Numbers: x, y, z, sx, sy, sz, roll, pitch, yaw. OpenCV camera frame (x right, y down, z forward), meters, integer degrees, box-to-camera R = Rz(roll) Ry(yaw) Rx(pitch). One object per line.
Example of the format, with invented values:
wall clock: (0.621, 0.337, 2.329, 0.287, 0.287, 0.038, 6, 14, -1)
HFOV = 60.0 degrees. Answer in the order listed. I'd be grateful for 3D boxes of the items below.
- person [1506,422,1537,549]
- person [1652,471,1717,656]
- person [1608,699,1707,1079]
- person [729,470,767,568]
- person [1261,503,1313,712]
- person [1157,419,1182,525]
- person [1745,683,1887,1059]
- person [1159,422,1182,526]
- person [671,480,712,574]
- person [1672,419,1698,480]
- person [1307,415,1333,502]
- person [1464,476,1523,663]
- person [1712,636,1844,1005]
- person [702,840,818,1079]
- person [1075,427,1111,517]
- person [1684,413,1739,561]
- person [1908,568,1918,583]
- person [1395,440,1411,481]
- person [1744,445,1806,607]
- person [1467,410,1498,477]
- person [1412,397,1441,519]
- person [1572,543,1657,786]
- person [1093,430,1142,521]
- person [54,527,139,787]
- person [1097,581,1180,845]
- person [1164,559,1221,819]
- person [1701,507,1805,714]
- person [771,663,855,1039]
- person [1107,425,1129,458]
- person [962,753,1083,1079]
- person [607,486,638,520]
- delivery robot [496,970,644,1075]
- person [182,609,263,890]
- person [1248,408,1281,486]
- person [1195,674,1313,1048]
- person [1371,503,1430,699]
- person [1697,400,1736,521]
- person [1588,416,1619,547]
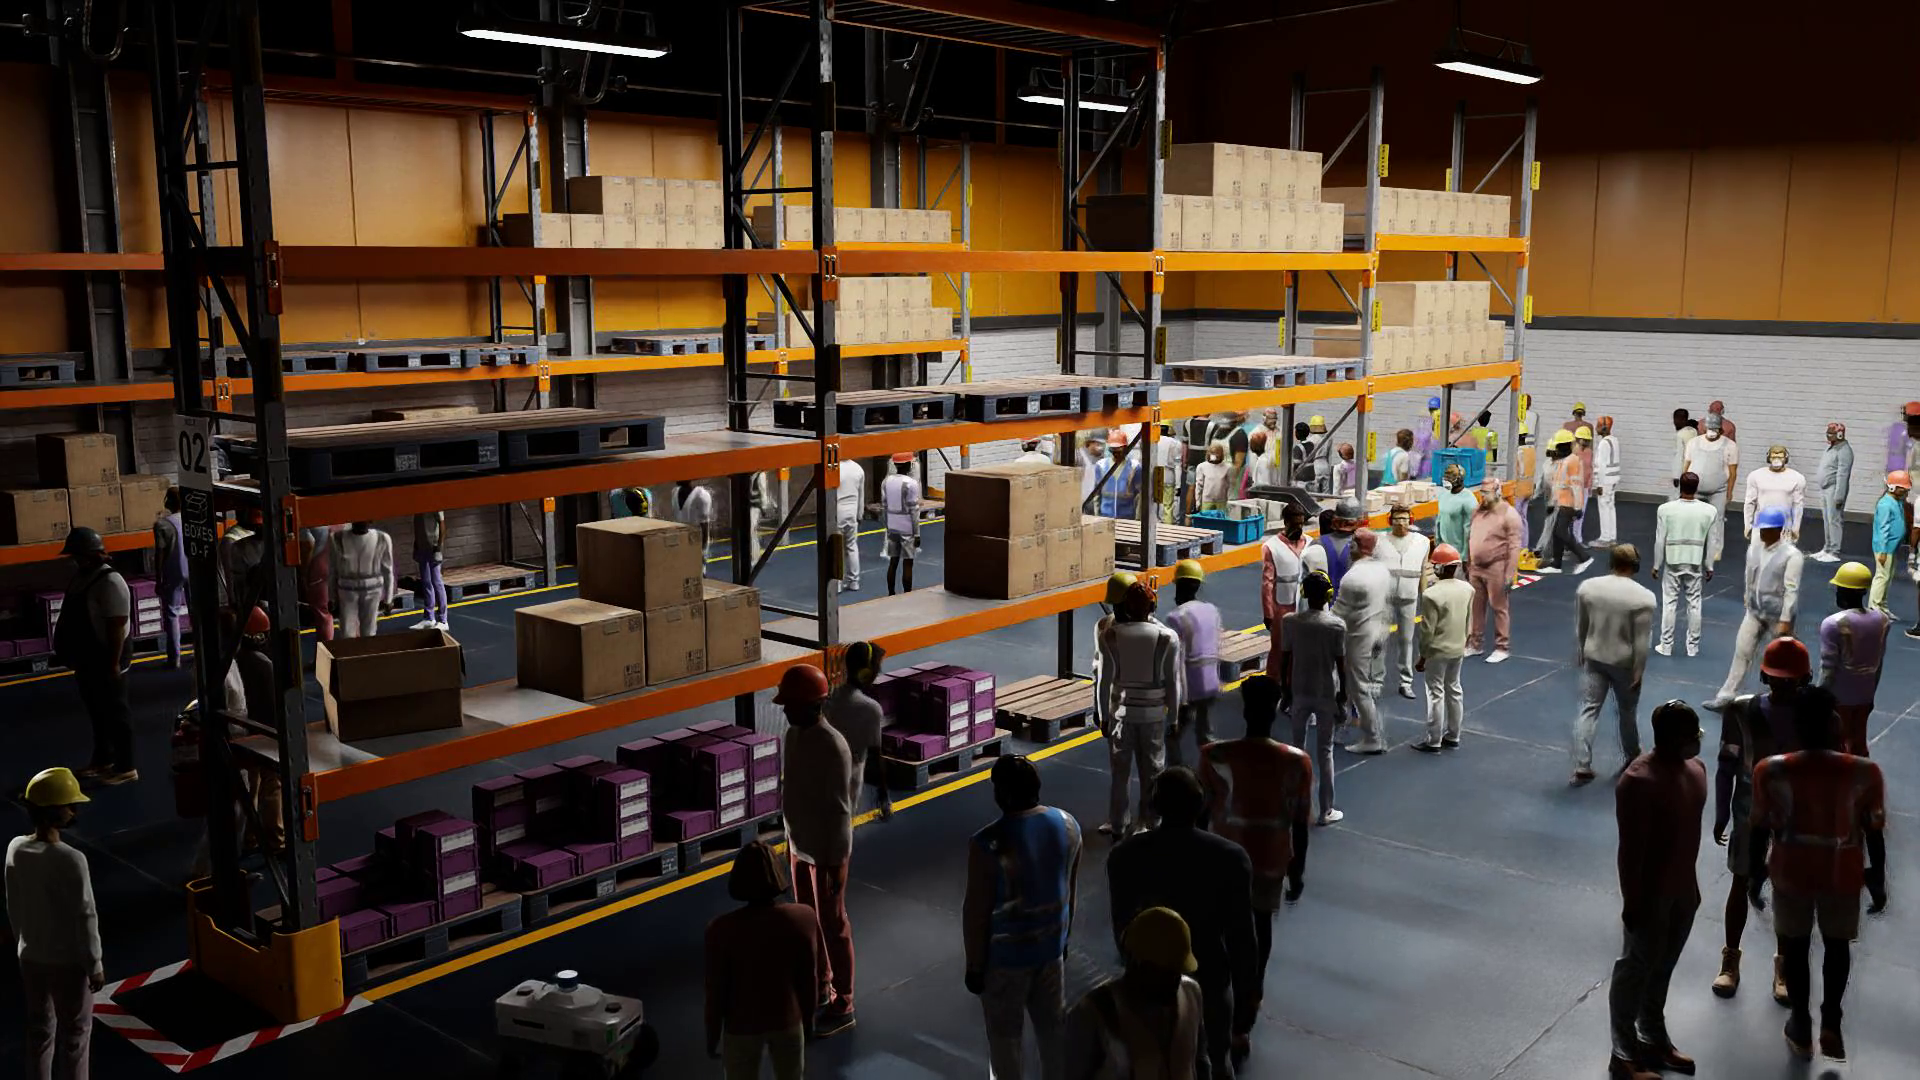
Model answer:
person: (7.518, -0.628, 22.424, 0.592, 1.913, 0.395, -9, 13, -42)
person: (7.467, 0.249, 17.159, 0.596, 1.918, 0.379, 2, 10, 12)
person: (3.479, 1.731, 8.255, 0.635, 1.938, 0.360, -7, 12, -37)
person: (-2.822, -0.420, 22.063, 0.527, 1.620, 0.590, 9, 13, 44)
person: (2.972, 0.600, 15.109, 0.599, 1.909, 0.398, -6, 11, -32)
person: (2.865, -0.831, 23.615, 0.589, 1.918, 0.395, 4, 10, 25)
person: (4.332, 1.698, 8.423, 0.657, 1.943, 0.482, 3, 10, 19)
person: (3.103, -0.984, 25.072, 0.486, 1.735, 0.322, -5, 11, -27)
person: (-2.957, 0.033, 18.371, 0.619, 1.945, 0.467, 7, 12, 35)
person: (11.044, -1.002, 25.318, 0.535, 1.691, 0.317, -7, 12, -36)
person: (5.451, -1.038, 25.403, 0.483, 1.737, 0.319, -4, 11, -25)
person: (5.376, 0.296, 16.926, 0.403, 1.904, 0.651, -5, 11, -28)
person: (4.473, 1.530, 9.145, 0.608, 2.044, 0.370, 4, 10, 25)
person: (-0.846, 2.081, 7.105, 0.503, 1.627, 0.277, -4, 10, -22)
person: (1.627, -0.512, 21.344, 0.720, 2.000, 0.801, -5, 11, -28)
person: (10.195, -0.734, 22.669, 0.681, 2.000, 0.535, 7, 12, 37)
person: (12.094, -0.292, 20.210, 0.620, 1.994, 0.953, -3, 10, -20)
person: (6.223, -0.679, 23.563, 0.318, 1.631, 0.524, 2, 10, 14)
person: (9.532, -0.155, 19.518, 0.632, 1.939, 0.368, 4, 10, 24)
person: (8.382, -1.245, 26.742, 0.538, 1.695, 0.320, 8, 12, 39)
person: (7.445, -1.283, 26.220, 0.615, 1.945, 0.400, 4, 10, 24)
person: (5.131, 0.960, 13.075, 0.639, 1.885, 1.013, 8, 12, 40)
person: (1.914, -0.321, 20.195, 0.609, 2.044, 0.394, 2, 10, 15)
person: (-6.757, 0.891, 12.965, 0.683, 2.000, 0.535, 8, 12, 39)
person: (1.236, 1.213, 11.536, 0.575, 1.880, 0.359, 2, 10, 15)
person: (1.722, 1.096, 12.215, 0.601, 1.877, 0.712, -7, 12, -38)
person: (7.095, 0.660, 14.728, 0.959, 1.899, 0.628, -4, 10, -22)
person: (-0.782, 1.620, 8.791, 0.408, 1.986, 0.618, -6, 11, -33)
person: (2.425, -1.102, 26.124, 0.514, 1.614, 0.409, 5, 11, 27)
person: (0.270, 1.883, 7.679, 0.624, 1.835, 0.431, -7, 12, -37)
person: (-4.206, -0.238, 20.728, 0.315, 1.696, 0.540, 4, 10, 20)
delivery robot: (-1.937, 2.377, 8.244, 0.707, 0.478, 0.477, 4, 10, 21)
person: (-4.793, 1.369, 10.730, 0.405, 1.833, 0.687, -1, 10, -8)
person: (4.622, -1.036, 24.928, 0.653, 1.894, 0.401, -6, 11, -31)
person: (1.531, 1.659, 8.733, 0.610, 1.927, 0.971, 0, 10, 3)
person: (4.071, 0.561, 15.514, 0.569, 1.845, 0.385, 0, 10, 3)
person: (11.794, -1.231, 26.035, 0.643, 1.909, 0.410, 6, 11, 32)
person: (9.232, -0.835, 23.806, 0.359, 1.873, 0.589, 7, 12, 36)
